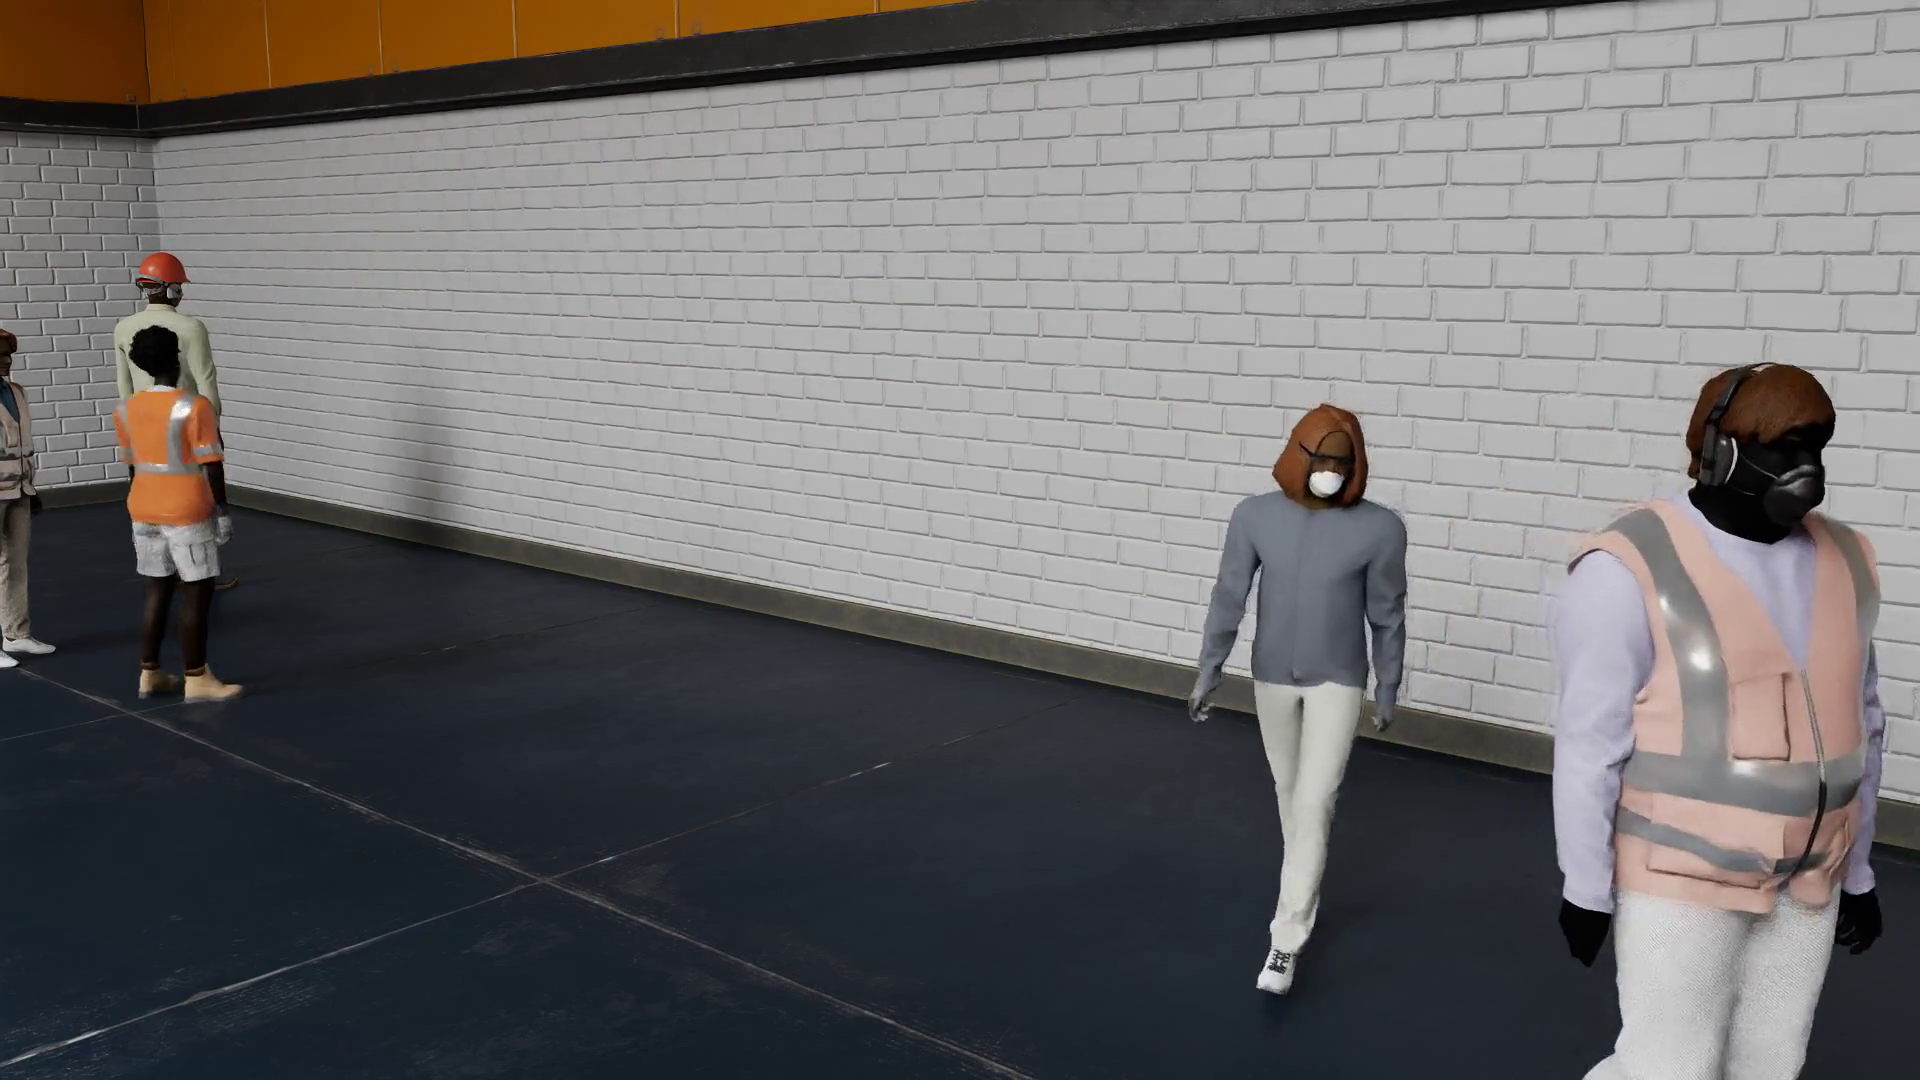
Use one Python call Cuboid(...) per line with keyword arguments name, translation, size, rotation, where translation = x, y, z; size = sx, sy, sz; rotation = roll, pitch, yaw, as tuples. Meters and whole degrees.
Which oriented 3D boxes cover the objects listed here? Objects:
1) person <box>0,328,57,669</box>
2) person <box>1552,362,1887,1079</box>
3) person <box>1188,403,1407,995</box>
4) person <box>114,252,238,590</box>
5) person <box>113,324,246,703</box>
Cuboid(name="person", translation=(-4.674, -0.206, 8.099), size=(0.311, 1.638, 0.522), rotation=(1, 10, 4))
Cuboid(name="person", translation=(1.380, 0.586, 3.050), size=(0.633, 1.834, 0.479), rotation=(-3, 10, -17))
Cuboid(name="person", translation=(0.924, 0.425, 4.612), size=(0.527, 1.591, 0.841), rotation=(6, 12, 30))
Cuboid(name="person", translation=(-4.613, -0.676, 9.761), size=(0.611, 1.995, 0.375), rotation=(2, 10, 9))
Cuboid(name="person", translation=(-3.480, -0.099, 7.371), size=(0.561, 1.686, 0.335), rotation=(5, 11, 25))
